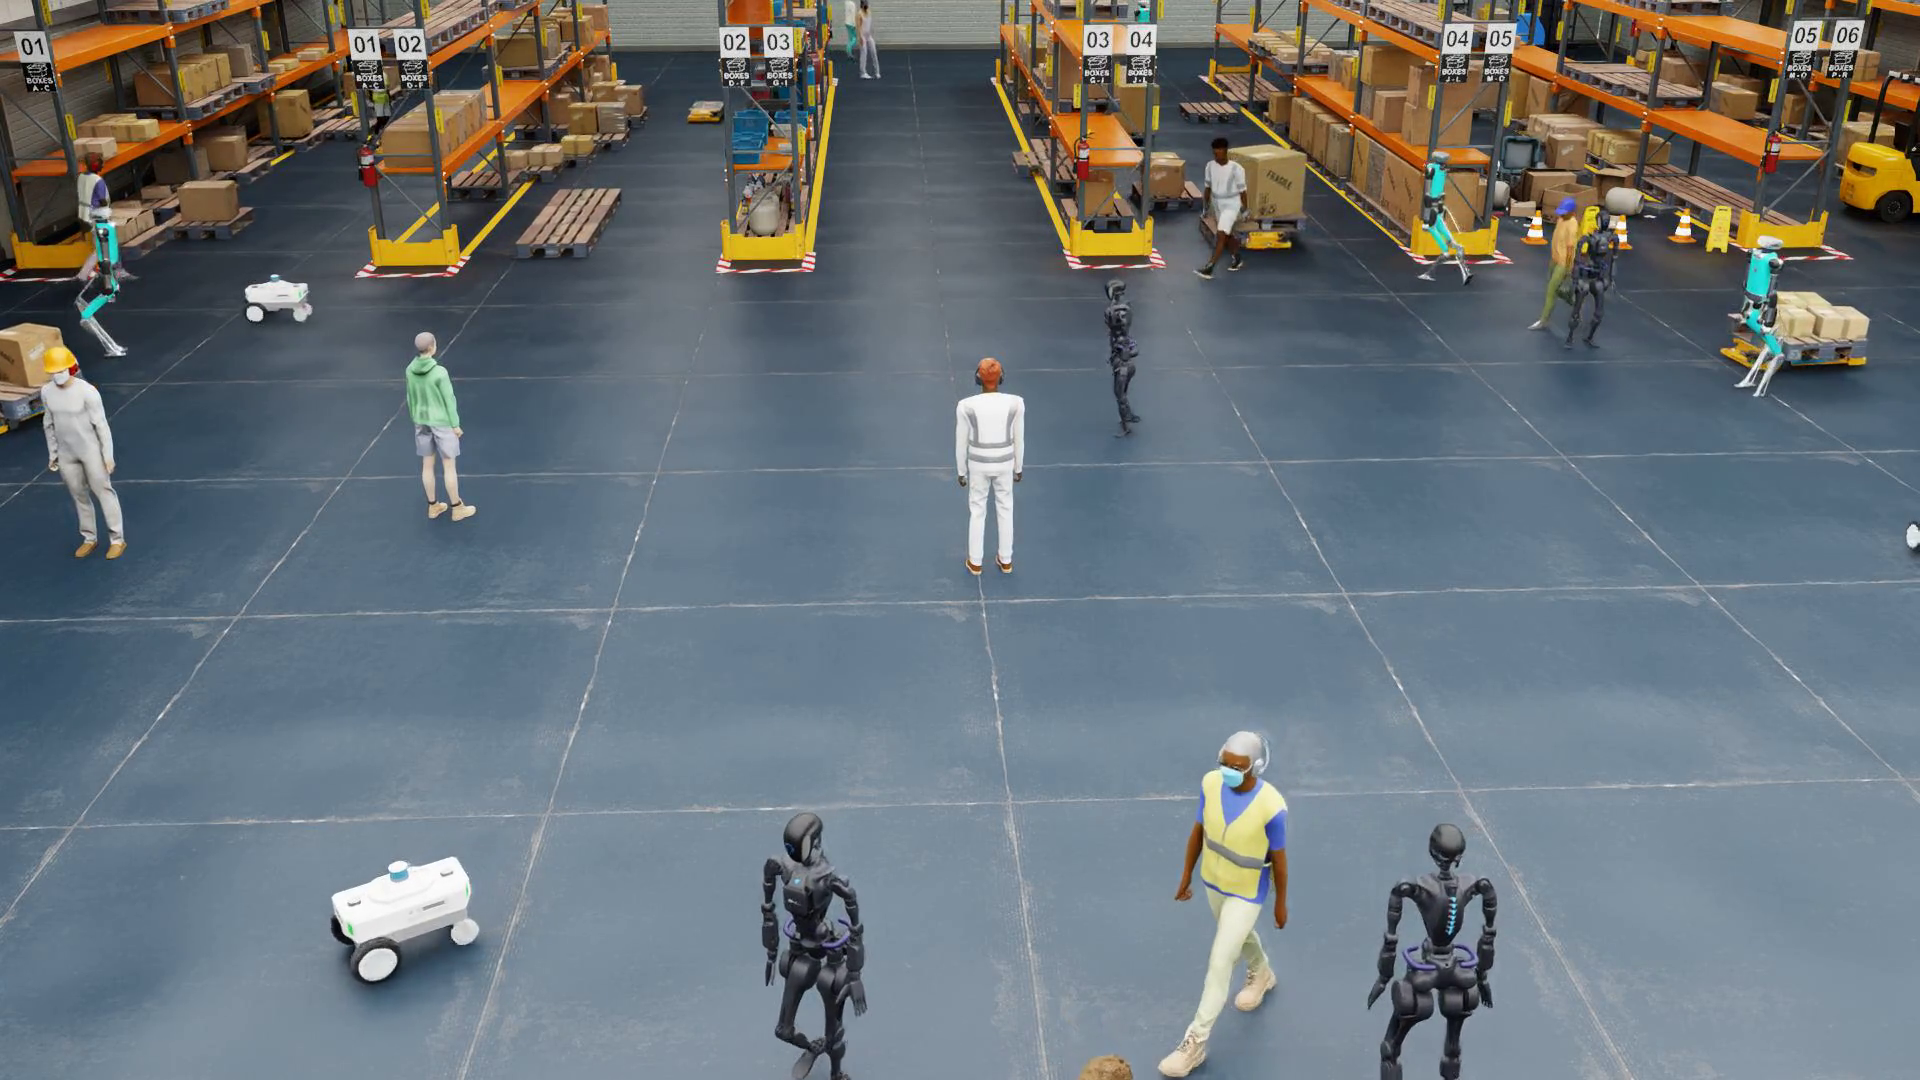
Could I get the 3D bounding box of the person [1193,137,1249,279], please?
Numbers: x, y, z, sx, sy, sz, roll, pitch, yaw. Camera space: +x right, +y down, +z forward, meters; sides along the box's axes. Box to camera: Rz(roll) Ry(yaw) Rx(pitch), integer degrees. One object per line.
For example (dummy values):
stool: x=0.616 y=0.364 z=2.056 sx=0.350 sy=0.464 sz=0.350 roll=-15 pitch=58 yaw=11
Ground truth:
person: x=3.617 y=-4.547 z=22.687 sx=1.071 sy=1.893 sz=0.636 roll=-19 pitch=30 yaw=-36

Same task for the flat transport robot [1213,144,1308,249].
flat transport robot: x=4.461 y=-4.611 z=24.834 sx=0.659 sy=0.231 sz=1.431 roll=-1 pitch=24 yaw=-2

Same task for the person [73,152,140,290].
person: x=-11.543 y=-4.244 z=22.130 sx=0.620 sy=1.799 sz=0.877 roll=20 pitch=31 yaw=37

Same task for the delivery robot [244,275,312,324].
delivery robot: x=-8.611 y=-3.028 z=20.945 sx=0.816 sy=0.612 sz=0.499 roll=-2 pitch=24 yaw=-4

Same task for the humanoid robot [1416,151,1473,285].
humanoid robot: x=6.603 y=-4.263 z=22.315 sx=0.853 sy=1.842 sz=0.546 roll=17 pitch=29 yaw=33

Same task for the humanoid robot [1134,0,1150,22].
humanoid robot: x=4.124 y=-11.840 z=39.106 sx=0.533 sy=1.677 sz=0.735 roll=-17 pitch=29 yaw=-33

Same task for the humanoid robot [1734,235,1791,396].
humanoid robot: x=8.845 y=-2.436 z=18.142 sx=0.677 sy=1.798 sz=0.533 roll=-4 pitch=24 yaw=-10

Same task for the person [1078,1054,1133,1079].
person: x=0.570 y=2.716 z=6.372 sx=0.502 sy=1.896 sz=0.383 roll=13 pitch=27 yaw=26

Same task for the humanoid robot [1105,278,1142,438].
humanoid robot: x=1.698 y=-1.872 z=16.959 sx=0.488 sy=1.645 sz=0.612 roll=-3 pitch=24 yaw=-7

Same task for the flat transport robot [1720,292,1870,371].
flat transport robot: x=9.717 y=-2.196 z=19.407 sx=1.431 sy=0.231 sz=0.659 roll=-4 pitch=24 yaw=-9

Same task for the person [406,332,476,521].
person: x=-4.715 y=-1.014 z=14.938 sx=0.473 sy=1.743 sz=0.336 roll=8 pitch=25 yaw=18

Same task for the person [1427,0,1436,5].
person: x=11.731 y=-13.012 z=41.831 sx=0.395 sy=1.799 sz=0.585 roll=-13 pitch=27 yaw=-27

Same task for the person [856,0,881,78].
person: x=-2.144 y=-11.771 z=38.991 sx=0.597 sy=1.838 sz=0.442 roll=-18 pitch=29 yaw=-34

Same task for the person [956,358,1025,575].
person: x=0.249 y=-0.606 z=13.865 sx=0.566 sy=1.878 sz=0.353 roll=-2 pitch=24 yaw=-4

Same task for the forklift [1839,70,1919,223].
forklift: x=15.132 y=-6.143 z=25.915 sx=2.313 sy=2.155 sz=1.214 roll=-1 pitch=24 yaw=-2

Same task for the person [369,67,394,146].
person: x=-10.867 y=-8.188 z=31.132 sx=0.441 sy=1.675 sz=0.577 roll=10 pitch=26 yaw=21

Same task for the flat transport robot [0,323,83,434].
flat transport robot: x=-10.071 y=-1.404 z=17.627 sx=0.659 sy=0.231 sz=1.431 roll=6 pitch=25 yaw=13

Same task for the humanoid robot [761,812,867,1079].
humanoid robot: x=-0.695 y=2.056 z=8.124 sx=0.591 sy=1.650 sz=0.343 roll=12 pitch=27 yaw=25

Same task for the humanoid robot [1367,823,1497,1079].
humanoid robot: x=2.285 y=2.117 z=7.982 sx=0.613 sy=1.642 sz=0.373 roll=-2 pitch=24 yaw=-5

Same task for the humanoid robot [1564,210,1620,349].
humanoid robot: x=7.475 y=-3.076 z=19.641 sx=0.587 sy=1.650 sz=0.326 roll=-4 pitch=24 yaw=-9

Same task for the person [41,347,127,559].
person: x=-7.488 y=-0.745 z=14.160 sx=0.569 sy=1.889 sz=0.389 roll=2 pitch=24 yaw=4

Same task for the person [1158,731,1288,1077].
person: x=1.400 y=1.783 z=8.535 sx=1.025 sy=1.841 sz=0.544 roll=-22 pitch=32 yaw=-40

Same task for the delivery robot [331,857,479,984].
delivery robot: x=-3.156 y=2.093 z=9.402 sx=0.764 sy=0.582 sz=0.499 roll=-15 pitch=28 yaw=-30

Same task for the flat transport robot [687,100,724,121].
flat transport robot: x=-5.216 y=-8.884 z=34.434 sx=0.659 sy=0.231 sz=1.431 roll=0 pitch=24 yaw=0

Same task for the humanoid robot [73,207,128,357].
humanoid robot: x=-10.027 y=-2.980 z=19.258 sx=0.704 sy=1.708 sz=0.530 roll=-8 pitch=25 yaw=-17

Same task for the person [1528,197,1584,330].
person: x=7.406 y=-3.374 z=20.332 sx=0.676 sy=1.675 sz=0.479 roll=-2 pitch=24 yaw=-5

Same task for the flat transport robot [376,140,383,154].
flat transport robot: x=-10.465 y=-7.502 z=31.329 sx=0.659 sy=0.231 sz=1.431 roll=0 pitch=24 yaw=-1

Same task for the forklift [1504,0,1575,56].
forklift: x=14.700 y=-13.805 z=42.301 sx=1.873 sy=2.768 sz=1.129 roll=-1 pitch=24 yaw=-2

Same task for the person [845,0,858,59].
person: x=-2.700 y=-12.967 z=41.783 sx=0.371 sy=1.749 sz=0.542 roll=-10 pitch=26 yaw=-22

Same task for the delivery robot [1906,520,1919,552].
delivery robot: x=8.530 y=-0.049 z=14.238 sx=0.499 sy=0.601 sz=0.783 roll=1 pitch=24 yaw=3
